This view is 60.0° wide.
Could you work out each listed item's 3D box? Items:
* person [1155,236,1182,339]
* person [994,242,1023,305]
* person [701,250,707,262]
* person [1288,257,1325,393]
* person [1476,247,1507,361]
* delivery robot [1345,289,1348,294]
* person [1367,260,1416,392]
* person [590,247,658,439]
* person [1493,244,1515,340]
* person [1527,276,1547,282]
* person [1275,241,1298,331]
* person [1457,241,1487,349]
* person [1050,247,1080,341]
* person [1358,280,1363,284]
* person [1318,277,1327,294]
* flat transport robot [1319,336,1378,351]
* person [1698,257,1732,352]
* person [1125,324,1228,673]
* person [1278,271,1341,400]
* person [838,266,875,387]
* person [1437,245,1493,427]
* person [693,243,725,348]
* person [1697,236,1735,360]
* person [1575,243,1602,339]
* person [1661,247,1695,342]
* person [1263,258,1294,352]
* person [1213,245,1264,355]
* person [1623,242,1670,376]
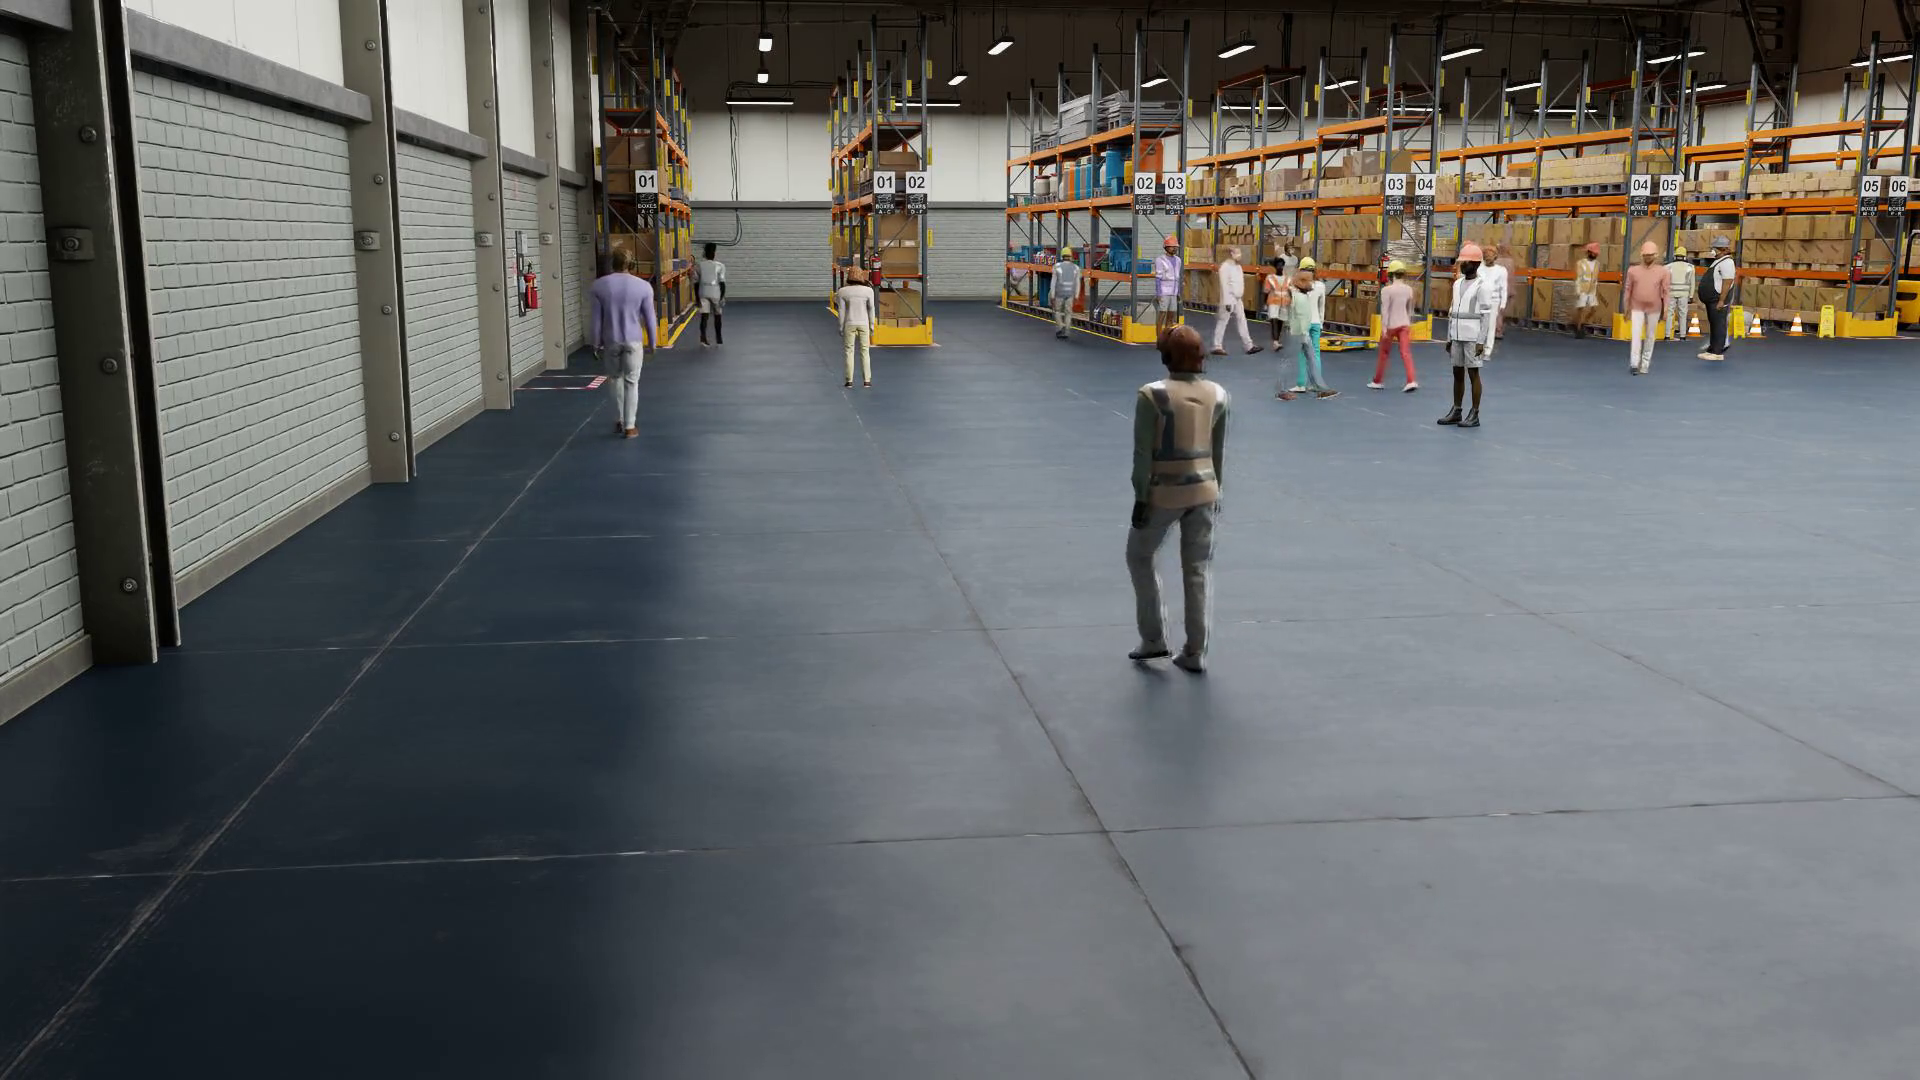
[{"bbox_3d":[3.819,-4.506,30.292,0.611,2.042,0.396,-8,13,-38],"label":"person"},{"bbox_3d":[1.541,-7.975,49.745,0.985,1.903,0.559,-2,10,-10],"label":"person"},{"bbox_3d":[-7.816,-8.148,51.380,0.279,1.633,0.506,6,12,30],"label":"person"},{"bbox_3d":[4.521,-2.806,21.742,0.533,1.763,0.325,-5,11,-26],"label":"person"},{"bbox_3d":[8.528,-3.806,26.959,0.612,1.852,0.854,5,12,27],"label":"person"},{"bbox_3d":[11.728,-7.383,49.886,0.707,0.478,0.477,8,13,37],"label":"delivery robot"},{"bbox_3d":[5.745,-2.814,21.891,0.531,1.724,0.911,-4,11,-21],"label":"person"},{"bbox_3d":[-3.391,-2.007,16.937,0.650,1.911,0.747,0,10,1],"label":"person"},{"bbox_3d":[10.583,-4.909,32.941,0.649,1.885,0.679,-7,12,-33],"label":"person"},{"bbox_3d":[15.854,-7.243,45.675,0.642,1.907,0.410,-3,11,-18],"label":"person"},{"bbox_3d":[7.067,-5.489,36.008,0.624,1.931,0.371,-8,13,-37],"label":"person"},{"bbox_3d":[9.064,-4.300,29.414,0.661,1.955,0.922,-8,13,-37],"label":"person"},{"bbox_3d":[2.053,-4.816,32.604,0.629,1.818,0.470,-3,11,-16],"label":"person"},{"bbox_3d":[12.071,-8.186,50.860,0.522,1.893,0.675,-4,11,-20],"label":"person"},{"bbox_3d":[10.757,-7.843,49.775,0.759,1.603,0.538,1,10,5],"label":"person"},{"bbox_3d":[6.852,-3.546,29.886,1.431,0.197,0.652,-10,14,-43],"label":"flat transport robot"},{"bbox_3d":[13.468,-4.202,29.490,0.530,1.727,0.881,-3,11,-16],"label":"person"},{"bbox_3d":[0.996,-0.195,7.808,0.538,1.621,0.503,-5,11,-25],"label":"person"},{"bbox_3d":[4.314,-2.504,20.521,0.809,1.592,0.532,5,11,24],"label":"person"},{"bbox_3d":[-1.397,-2.873,22.460,0.500,1.633,0.282,-1,10,-5],"label":"person"},{"bbox_3d":[5.416,-2.176,17.796,0.350,1.942,0.545,-5,12,-28],"label":"person"},{"bbox_3d":[-4.617,-4.507,30.650,0.617,1.920,0.988,1,10,6],"label":"person"},{"bbox_3d":[12.493,-3.999,27.517,0.536,2.000,0.676,2,11,12],"label":"person"},{"bbox_3d":[12.454,-4.937,33.034,0.573,1.908,0.422,-3,11,-15],"label":"person"},{"bbox_3d":[13.933,-4.767,32.295,0.601,1.830,0.404,4,11,21],"label":"person"},{"bbox_3d":[5.657,-4.154,29.424,0.540,1.642,0.882,-2,10,-9],"label":"person"},{"bbox_3d":[4.752,-4.084,28.436,0.948,1.866,0.677,8,13,36],"label":"person"},{"bbox_3d":[10.061,-3.380,24.389,0.642,1.937,1.008,5,11,23],"label":"person"}]
